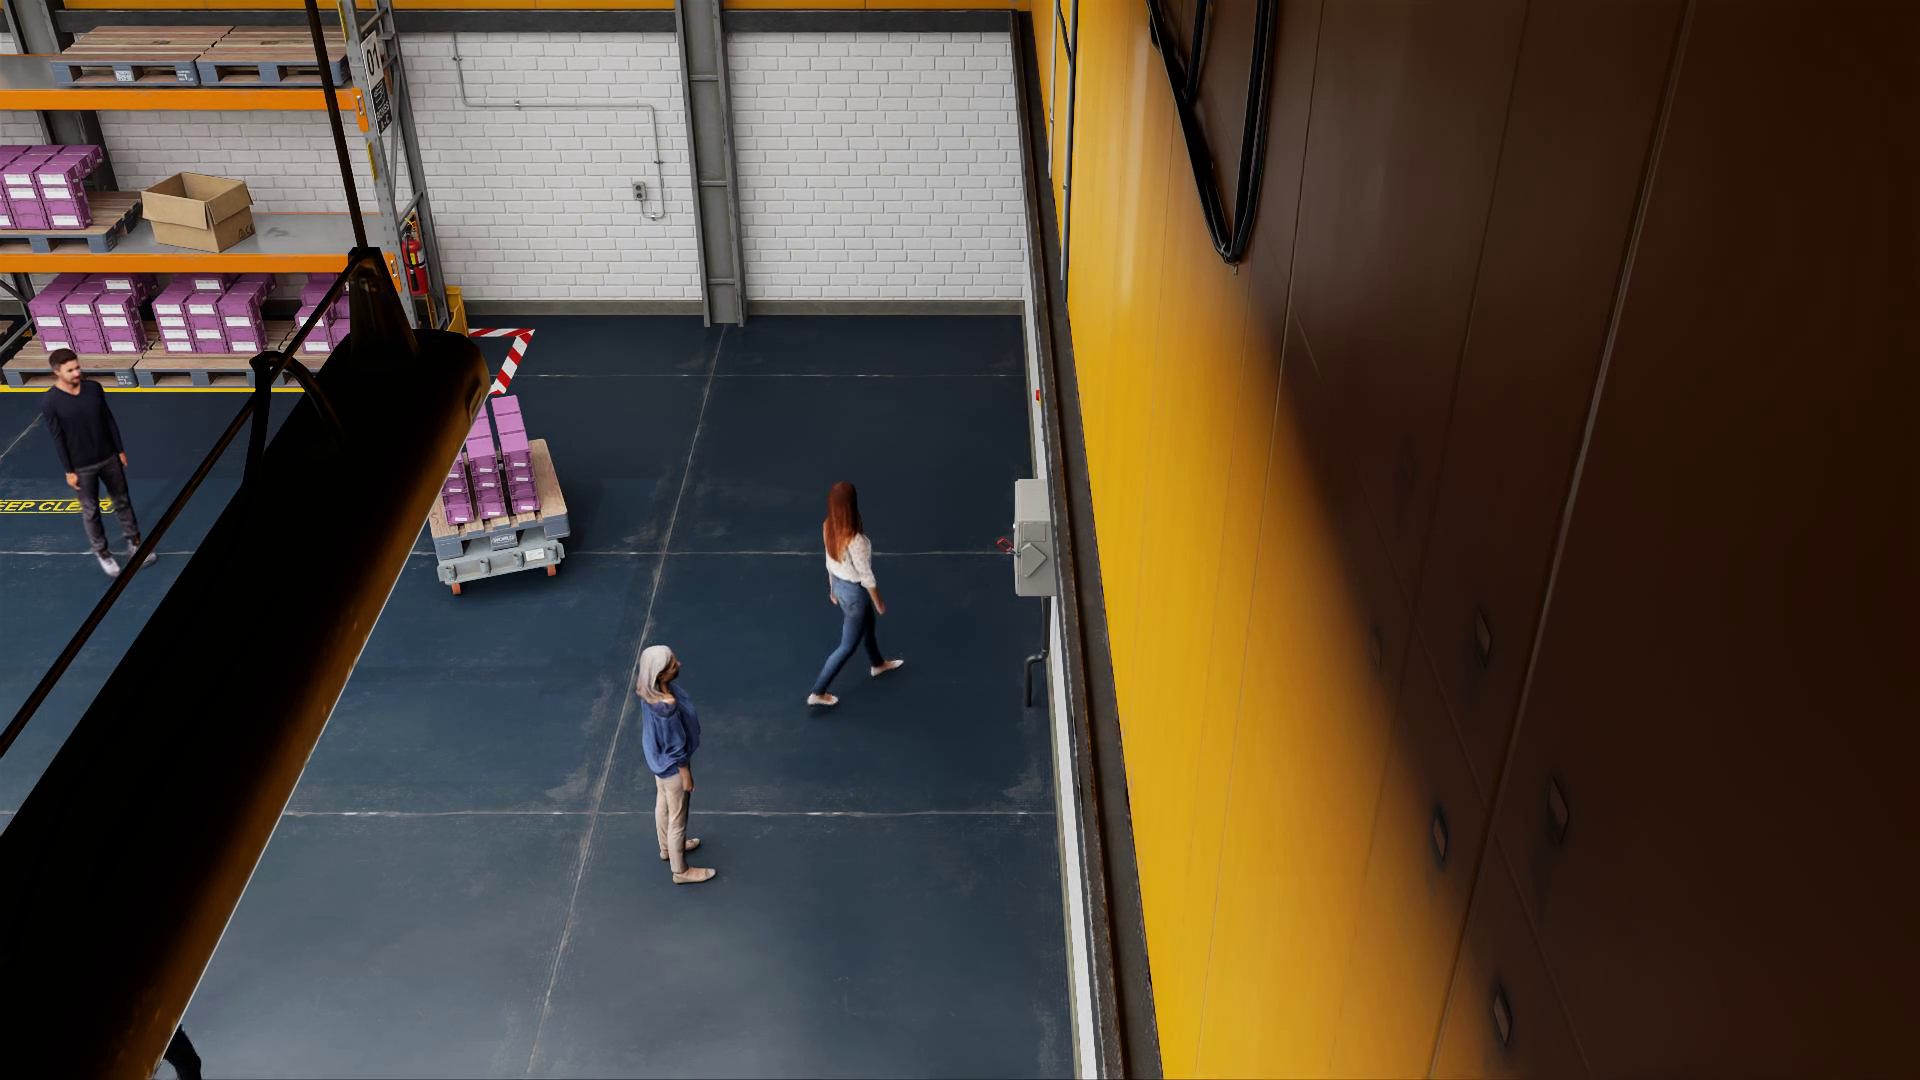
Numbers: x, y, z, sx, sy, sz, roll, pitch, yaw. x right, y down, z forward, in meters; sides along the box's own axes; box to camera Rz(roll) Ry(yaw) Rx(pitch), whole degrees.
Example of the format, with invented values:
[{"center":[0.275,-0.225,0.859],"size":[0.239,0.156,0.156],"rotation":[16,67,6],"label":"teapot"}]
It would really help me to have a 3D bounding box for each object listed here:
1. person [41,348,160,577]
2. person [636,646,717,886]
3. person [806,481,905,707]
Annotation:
[{"center":[-6.590,-0.612,12.618],"size":[0.762,1.867,0.721],"rotation":[25,41,32],"label":"person"},{"center":[-1.722,1.316,9.870],"size":[0.709,1.697,0.701],"rotation":[-15,37,-22],"label":"person"},{"center":[-0.790,0.404,11.240],"size":[1.138,1.699,0.924],"rotation":[-17,37,-24],"label":"person"}]
